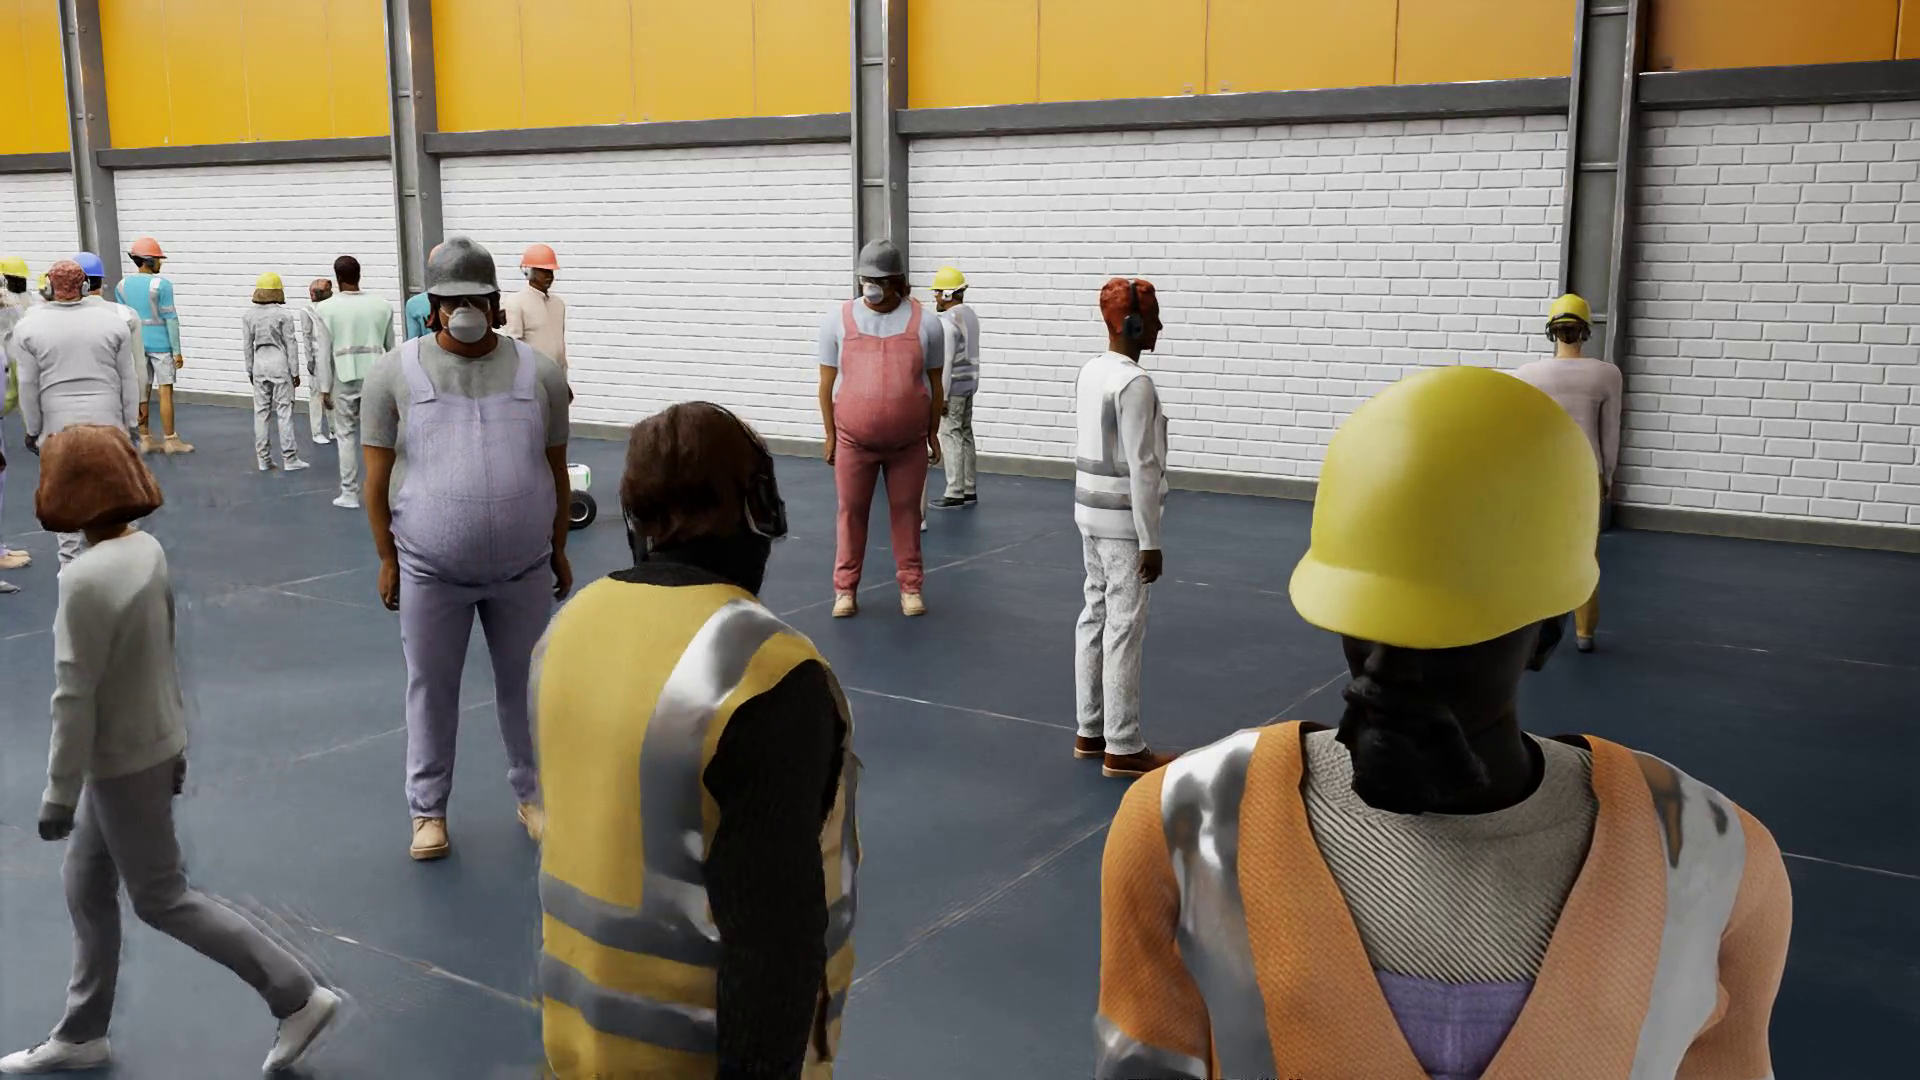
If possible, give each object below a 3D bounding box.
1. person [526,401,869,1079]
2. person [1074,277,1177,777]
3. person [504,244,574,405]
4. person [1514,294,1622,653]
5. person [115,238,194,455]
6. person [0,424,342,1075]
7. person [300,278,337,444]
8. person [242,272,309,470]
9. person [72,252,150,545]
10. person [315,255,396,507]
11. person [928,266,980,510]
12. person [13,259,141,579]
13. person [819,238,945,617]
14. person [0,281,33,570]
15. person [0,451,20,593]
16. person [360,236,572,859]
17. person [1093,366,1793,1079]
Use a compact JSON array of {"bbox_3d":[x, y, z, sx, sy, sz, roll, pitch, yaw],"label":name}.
[{"bbox_3d":[-0.369,0.714,2.339,0.458,1.804,0.656,-9,14,-41],"label":"person"},{"bbox_3d":[0.618,-0.043,6.309,0.354,1.882,0.576,-3,11,-19],"label":"person"},{"bbox_3d":[-3.061,-1.161,12.195,0.384,1.992,0.622,5,11,24],"label":"person"},{"bbox_3d":[2.946,-0.316,8.163,0.526,1.761,0.337,1,10,4],"label":"person"},{"bbox_3d":[-7.594,-1.812,15.667,0.607,2.043,0.366,2,10,13],"label":"person"},{"bbox_3d":[-1.922,0.518,3.964,0.780,1.605,0.495,-2,11,-13],"label":"person"},{"bbox_3d":[-6.349,-1.787,16.633,0.309,1.644,0.514,5,11,24],"label":"person"},{"bbox_3d":[-6.057,-1.487,14.694,0.492,1.742,0.321,2,10,9],"label":"person"},{"bbox_3d":[-5.751,-0.939,11.116,0.608,1.941,0.416,-6,12,-30],"label":"person"},{"bbox_3d":[-4.547,-1.196,12.631,0.634,1.910,0.404,-8,13,-37],"label":"person"},{"bbox_3d":[-0.056,-1.147,12.590,0.403,1.824,0.589,4,11,21],"label":"person"},{"bbox_3d":[-5.217,-0.701,9.882,0.636,1.911,0.406,-6,12,-29],"label":"person"},{"bbox_3d":[-0.411,-0.593,8.915,0.683,2.000,0.536,-1,10,-4],"label":"person"},{"bbox_3d":[-5.970,-0.719,10.204,0.357,1.835,0.518,-8,13,-36],"label":"person"},{"bbox_3d":[-5.587,-0.525,9.332,0.335,1.749,0.574,2,10,10],"label":"person"},{"bbox_3d":[-1.588,0.025,5.491,0.679,2.000,0.537,-5,11,-25],"label":"person"},{"bbox_3d":[0.404,0.804,1.496,0.593,1.922,0.377,1,10,8],"label":"person"}]
